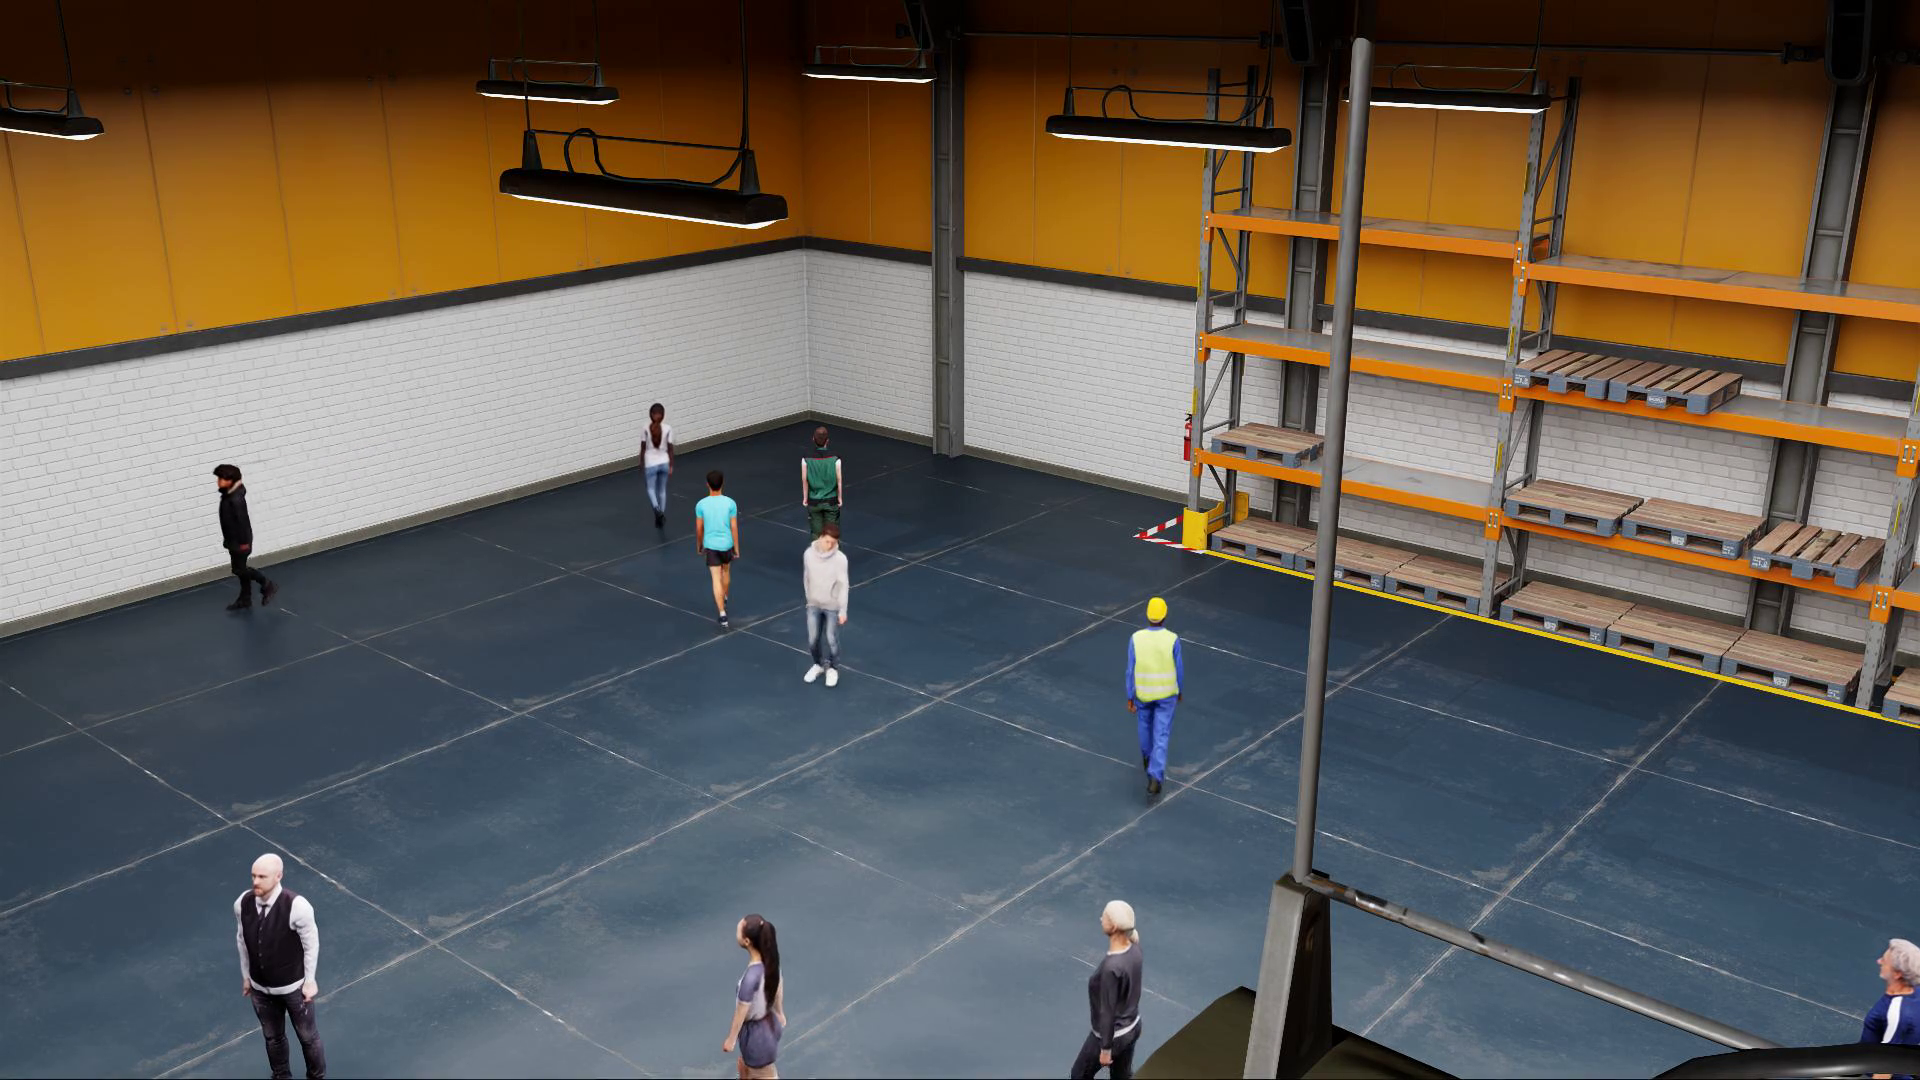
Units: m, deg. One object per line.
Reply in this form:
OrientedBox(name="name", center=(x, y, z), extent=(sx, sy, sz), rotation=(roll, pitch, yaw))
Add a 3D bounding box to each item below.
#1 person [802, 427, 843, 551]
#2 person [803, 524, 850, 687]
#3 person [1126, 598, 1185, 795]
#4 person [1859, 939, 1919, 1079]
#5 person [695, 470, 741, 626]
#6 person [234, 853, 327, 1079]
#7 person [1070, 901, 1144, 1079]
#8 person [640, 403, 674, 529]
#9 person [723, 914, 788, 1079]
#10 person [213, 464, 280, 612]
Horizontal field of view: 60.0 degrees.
OrientedBox(name="person", center=(-1.692, -0.510, 20.539), extent=(0.737, 1.843, 0.805), rotation=(-1, 19, -2))
OrientedBox(name="person", center=(-1.369, 0.657, 17.138), extent=(0.762, 1.801, 0.877), rotation=(11, 21, 29))
OrientedBox(name="person", center=(1.751, 1.420, 14.906), extent=(1.226, 1.780, 1.092), rotation=(4, 19, 12))
OrientedBox(name="person", center=(5.382, 3.146, 9.689), extent=(0.530, 1.838, 0.625), rotation=(15, 24, 38))
OrientedBox(name="person", center=(-2.731, 0.136, 18.812), extent=(1.069, 1.722, 1.249), rotation=(-4, 19, -13))
OrientedBox(name="person", center=(-4.340, 2.831, 10.650), extent=(0.729, 1.824, 0.843), rotation=(3, 19, 8))
OrientedBox(name="person", center=(1.021, 3.026, 10.240), extent=(0.631, 1.715, 0.672), rotation=(12, 22, 31))
OrientedBox(name="person", center=(-4.005, -0.946, 22.051), extent=(0.843, 1.704, 0.949), rotation=(-6, 19, -16))
OrientedBox(name="person", center=(-1.147, 3.070, 10.245), extent=(0.980, 1.628, 0.834), rotation=(4, 19, 12))
OrientedBox(name="person", center=(-8.277, -0.039, 19.260), extent=(0.802, 1.767, 0.824), rotation=(-13, 22, -33))
